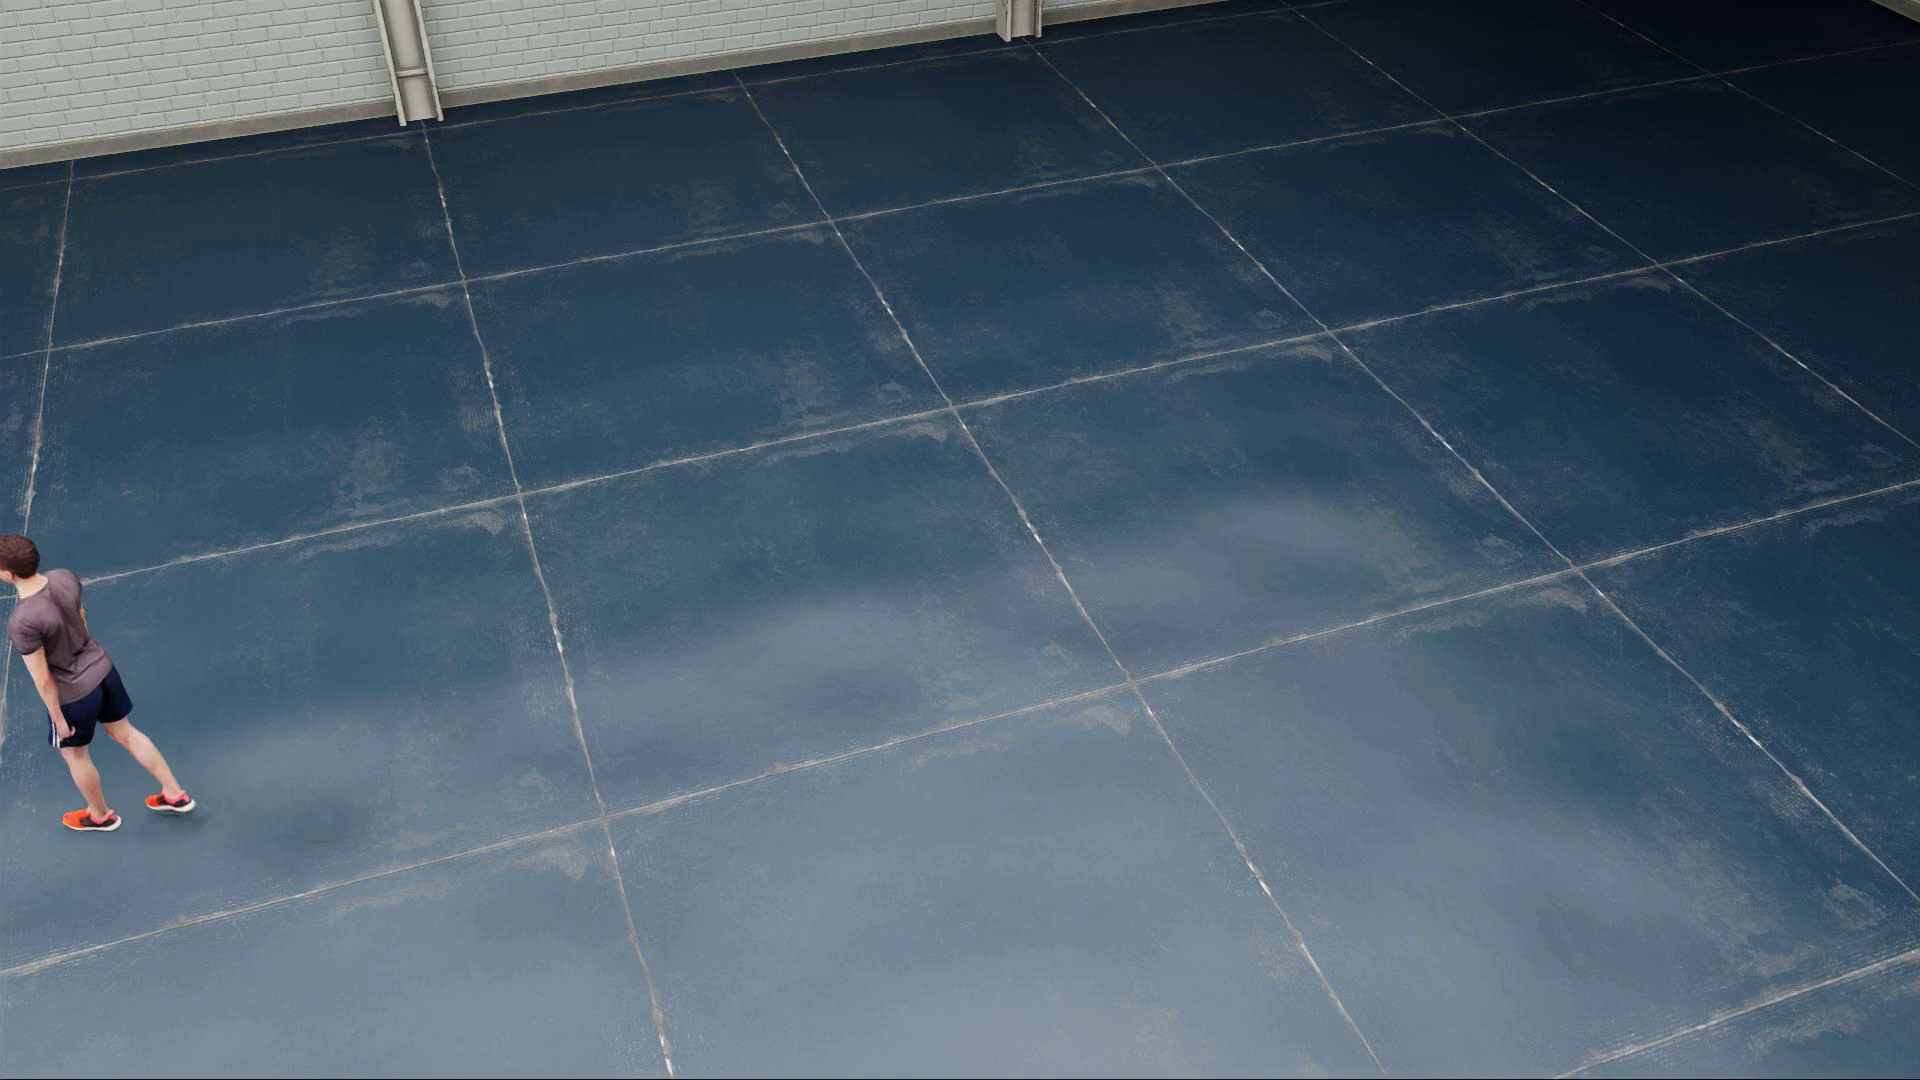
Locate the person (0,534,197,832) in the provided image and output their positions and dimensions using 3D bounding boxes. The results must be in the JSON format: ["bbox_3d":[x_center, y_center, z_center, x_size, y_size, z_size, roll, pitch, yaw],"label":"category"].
[{"bbox_3d":[-4.218,0.705,8.065,1.006,1.844,0.890,6,38,7],"label":"person"}]
